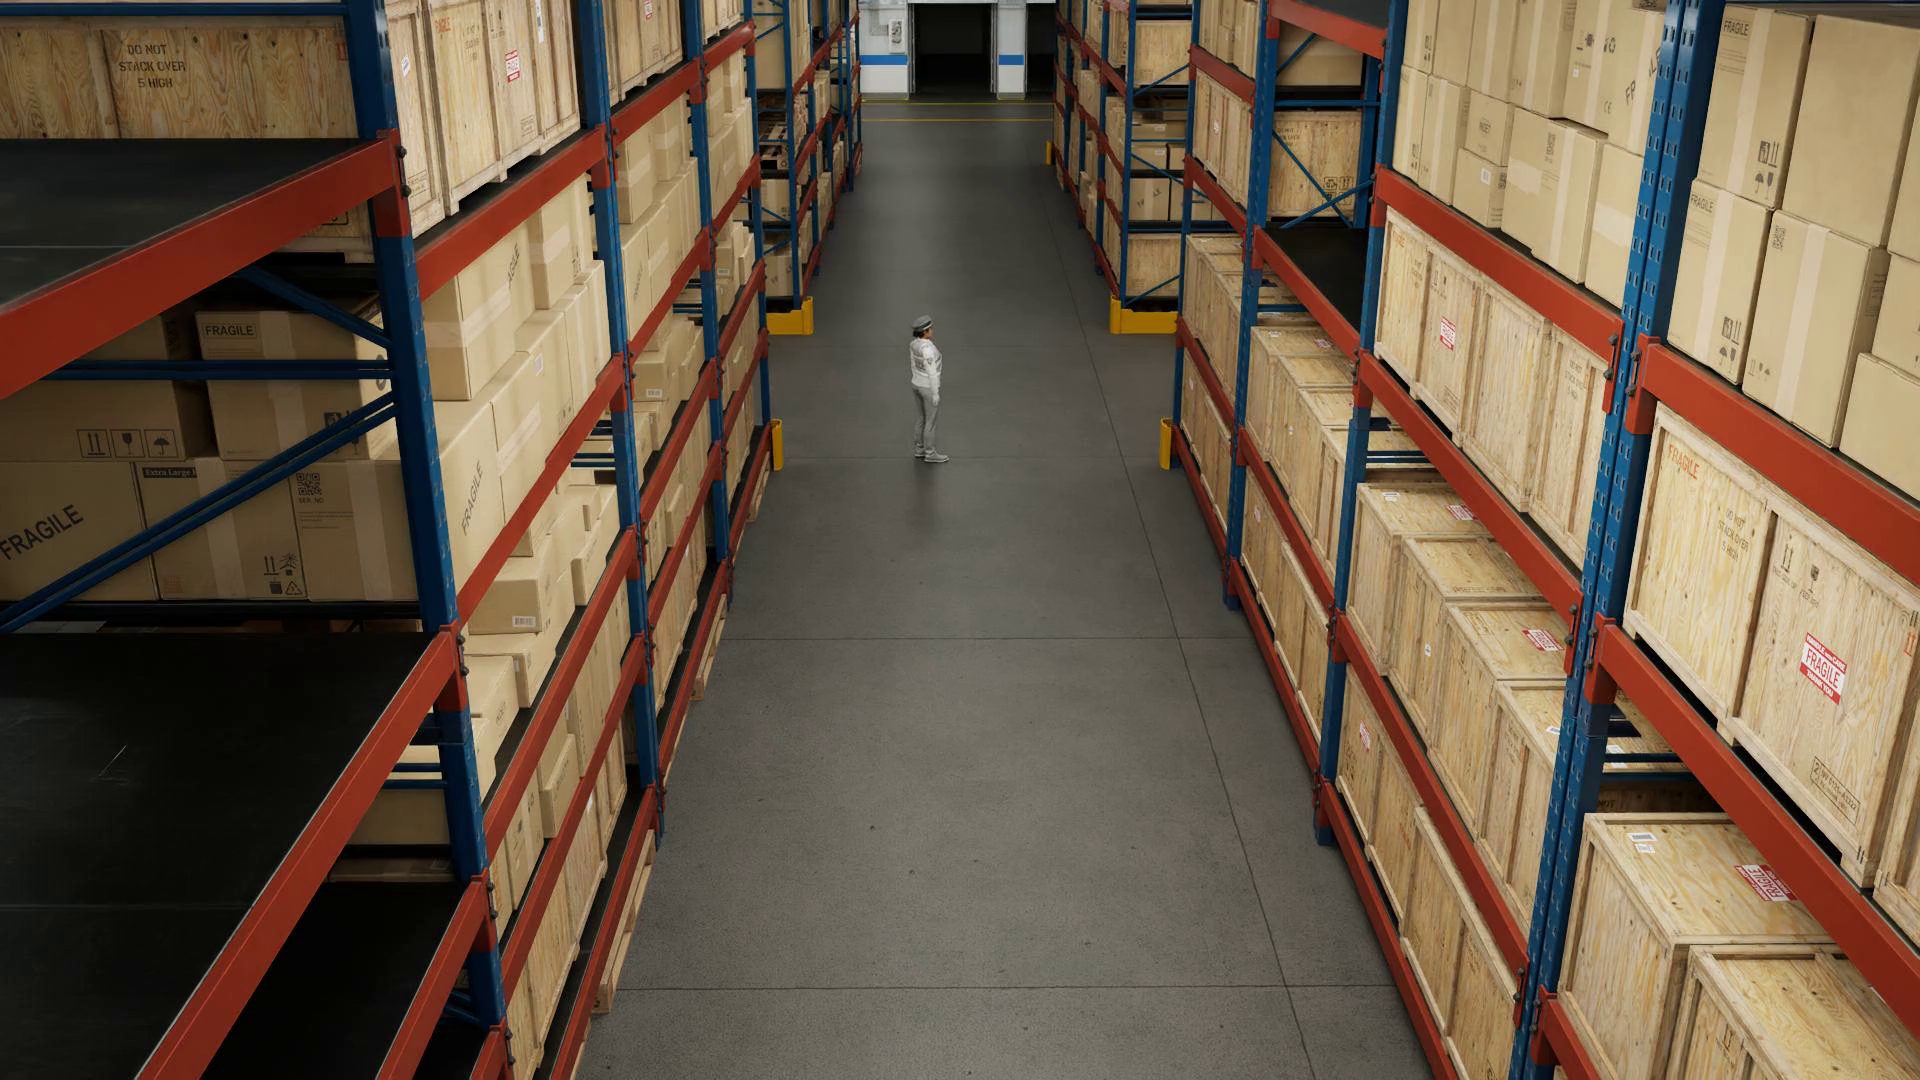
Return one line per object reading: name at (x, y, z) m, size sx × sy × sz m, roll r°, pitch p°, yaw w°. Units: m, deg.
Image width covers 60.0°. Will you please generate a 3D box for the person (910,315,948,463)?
person at (-0.379, -1.735, 19.020) m, size 0.370 × 1.693 × 0.455 m, roll -11°, pitch 24°, yaw -27°
